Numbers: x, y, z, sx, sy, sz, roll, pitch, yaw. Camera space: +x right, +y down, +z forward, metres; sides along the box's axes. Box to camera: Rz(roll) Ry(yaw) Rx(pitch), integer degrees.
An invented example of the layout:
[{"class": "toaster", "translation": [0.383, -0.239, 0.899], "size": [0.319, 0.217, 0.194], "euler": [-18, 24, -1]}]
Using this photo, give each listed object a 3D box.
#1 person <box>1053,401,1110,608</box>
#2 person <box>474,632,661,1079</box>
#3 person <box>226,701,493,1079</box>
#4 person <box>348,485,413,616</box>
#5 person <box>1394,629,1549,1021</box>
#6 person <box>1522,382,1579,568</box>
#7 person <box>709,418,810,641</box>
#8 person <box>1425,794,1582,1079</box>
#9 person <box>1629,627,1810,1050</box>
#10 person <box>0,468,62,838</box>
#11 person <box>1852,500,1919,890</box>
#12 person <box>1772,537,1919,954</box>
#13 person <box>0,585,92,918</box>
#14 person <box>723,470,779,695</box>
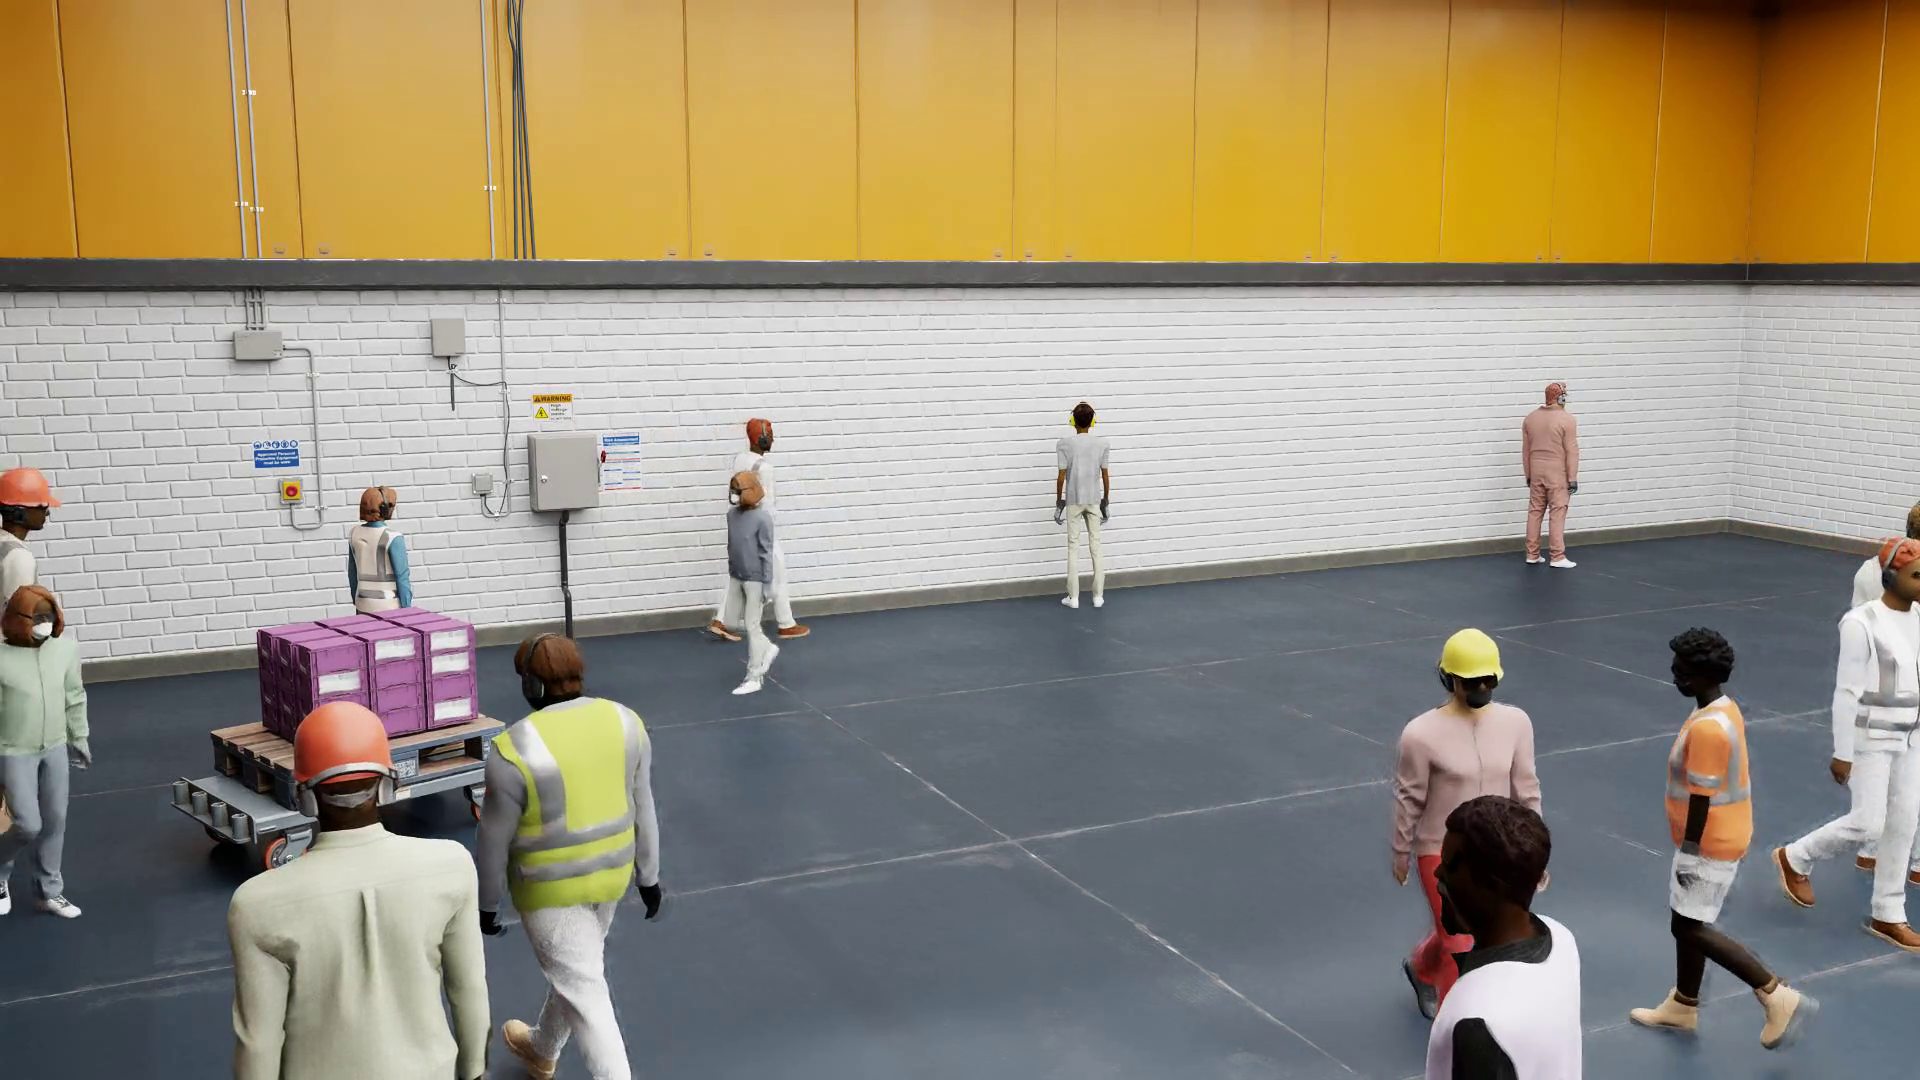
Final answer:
[{"class": "person", "translation": [1.101, -0.316, 15.055], "size": [0.515, 1.872, 0.333], "euler": [-1, 9, -7]}, {"class": "person", "translation": [-1.422, 1.206, 5.889], "size": [0.968, 1.781, 0.631], "euler": [8, 12, 39]}, {"class": "person", "translation": [-1.483, 1.380, 4.156], "size": [0.623, 1.990, 0.398], "euler": [-7, 11, -35]}, {"class": "person", "translation": [-3.802, 0.462, 10.946], "size": [0.524, 1.639, 0.308], "euler": [5, 11, 30]}, {"class": "person", "translation": [1.888, 1.154, 6.359], "size": [0.521, 1.729, 0.838], "euler": [-2, 9, -14]}, {"class": "person", "translation": [6.105, -0.669, 17.132], "size": [0.405, 1.911, 0.636], "euler": [-6, 11, -33]}, {"class": "person", "translation": [-1.673, -0.079, 13.648], "size": [0.828, 1.855, 0.580], "euler": [-7, 12, -39]}, {"class": "person", "translation": [1.191, 1.508, 3.669], "size": [0.382, 1.893, 0.593], "euler": [5, 11, 30]}, {"class": "person", "translation": [2.974, 1.166, 6.451], "size": [0.550, 1.673, 0.544], "euler": [5, 10, 27]}, {"class": "person", "translation": [-5.014, 0.621, 8.812], "size": [0.567, 2.009, 0.636], "euler": [-8, 12, -40]}, {"class": "person", "translation": [4.719, 0.748, 8.242], "size": [0.376, 1.940, 0.629], "euler": [-5, 11, -30]}, {"class": "person", "translation": [4.149, 0.897, 7.569], "size": [0.577, 1.868, 0.637], "euler": [-4, 10, -25]}, {"class": "person", "translation": [-4.310, 0.992, 7.727], "size": [0.400, 1.616, 0.508], "euler": [4, 10, 25]}, {"class": "person", "translation": [-1.490, 0.295, 12.048], "size": [0.507, 1.622, 0.453], "euler": [9, 12, 43]}]
